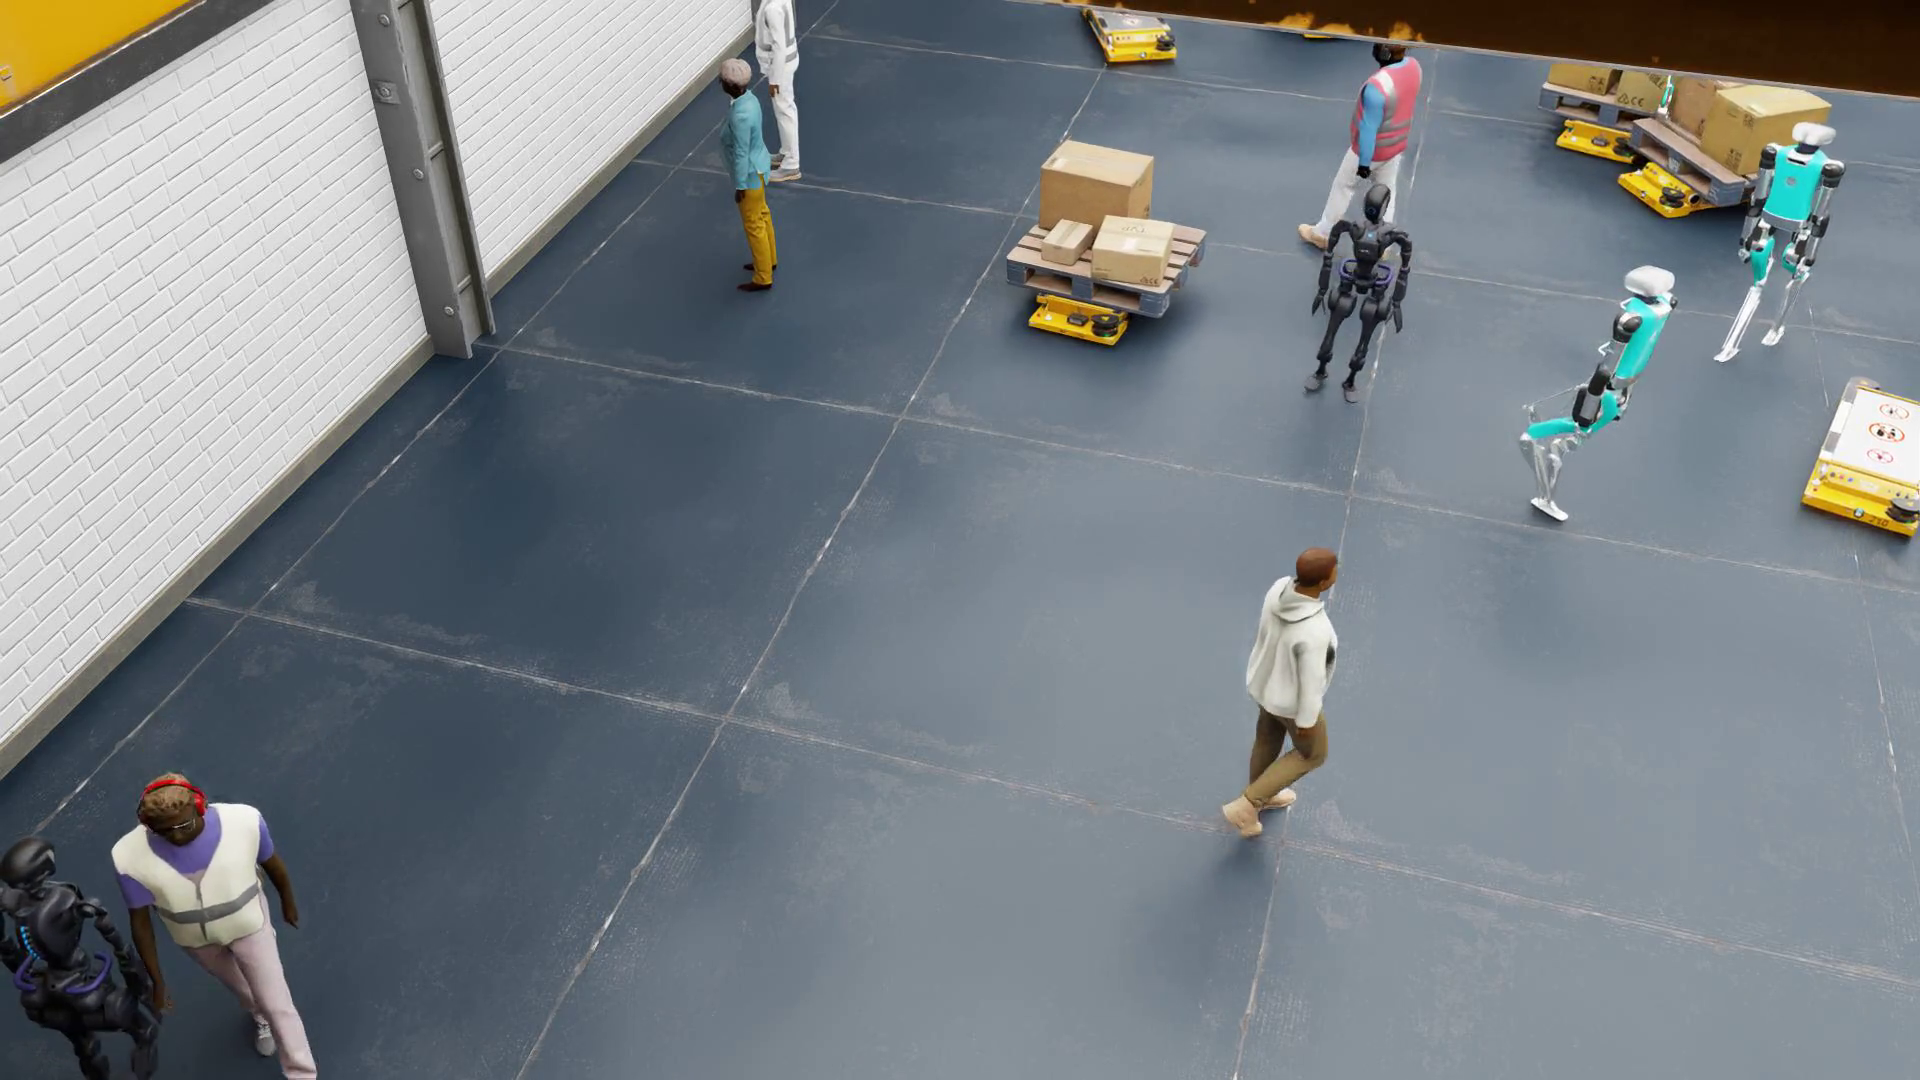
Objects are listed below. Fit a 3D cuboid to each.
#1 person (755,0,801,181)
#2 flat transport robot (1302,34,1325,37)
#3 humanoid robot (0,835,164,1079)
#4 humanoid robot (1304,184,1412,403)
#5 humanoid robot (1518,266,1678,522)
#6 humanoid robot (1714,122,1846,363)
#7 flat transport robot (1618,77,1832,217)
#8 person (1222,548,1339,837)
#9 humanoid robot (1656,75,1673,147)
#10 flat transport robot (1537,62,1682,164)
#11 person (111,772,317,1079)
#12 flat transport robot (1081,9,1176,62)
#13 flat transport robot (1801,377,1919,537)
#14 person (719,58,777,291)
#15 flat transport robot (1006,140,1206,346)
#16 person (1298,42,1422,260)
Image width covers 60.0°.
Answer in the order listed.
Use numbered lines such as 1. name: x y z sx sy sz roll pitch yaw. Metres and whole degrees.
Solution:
1. person: -1.485 -3.834 13.487 0.359 1.881 0.573 -1 39 -2
2. flat transport robot: 3.669 -5.403 16.724 0.659 0.231 1.431 0 39 0
3. humanoid robot: -3.540 1.799 6.648 0.594 1.649 0.370 2 39 3
4. humanoid robot: 2.627 -1.612 10.898 0.609 1.636 0.398 14 41 16
5. humanoid robot: 3.703 -0.835 9.969 0.567 1.901 0.723 -30 48 -32
6. humanoid robot: 5.711 -2.084 11.443 0.878 1.786 0.550 -32 49 -33
7. flat transport robot: 6.242 -2.976 13.706 1.431 0.231 0.659 -12 40 -14
8. person: 1.539 0.732 7.909 0.460 1.751 0.533 -13 41 -16
9. humanoid robot: 5.996 -3.960 13.652 0.533 1.677 0.735 20 43 23
10. flat transport robot: 5.805 -3.718 14.629 0.659 0.231 1.431 23 44 26
11. person: -2.970 1.659 6.710 0.574 1.805 0.910 -12 40 -14
12. flat transport robot: 1.630 -5.056 16.293 0.659 0.231 1.431 -5 39 -7
13. flat transport robot: 5.922 -0.561 10.702 0.659 0.231 1.431 22 44 25
14. person: -1.557 -2.657 12.135 0.346 1.747 0.534 1 39 1
15. flat transport robot: 1.091 -1.922 12.396 0.659 0.231 1.431 16 42 19
16. person: 3.029 -3.015 12.525 0.632 1.818 0.767 -29 47 -31
